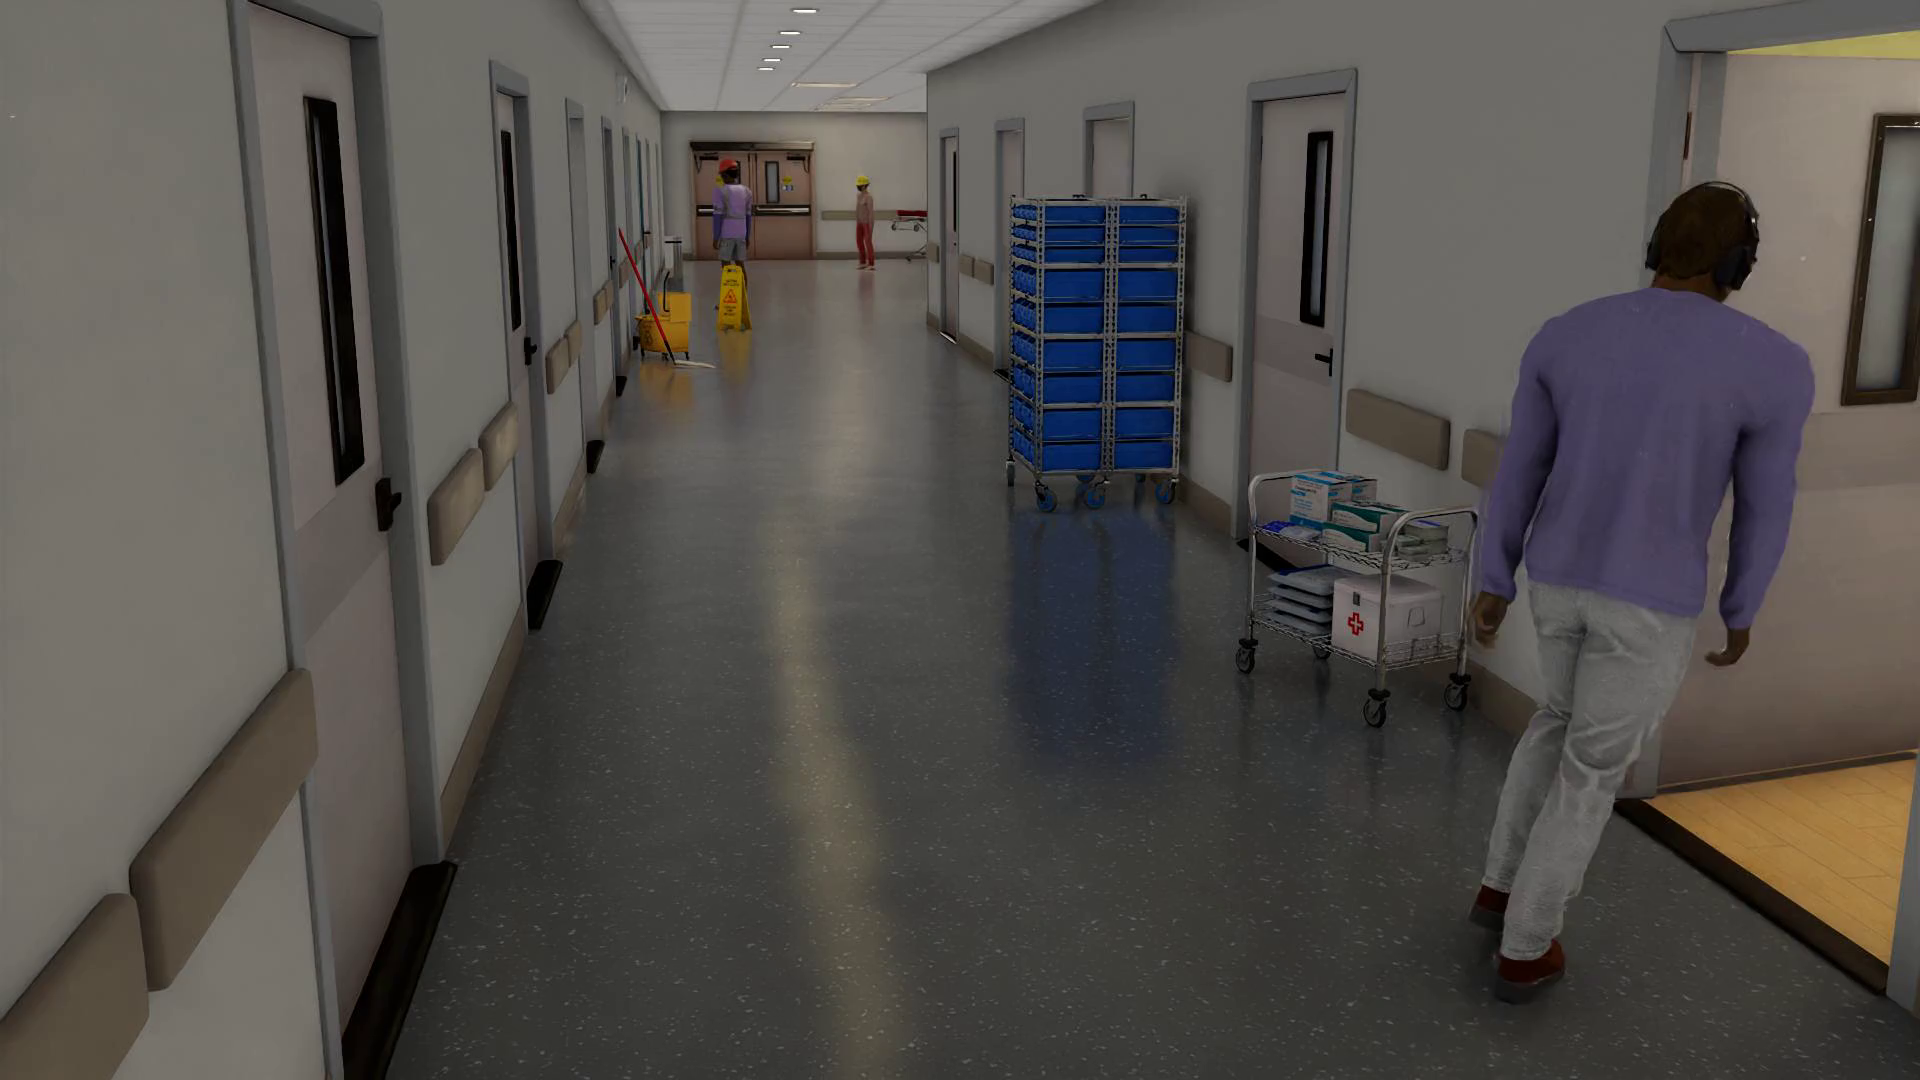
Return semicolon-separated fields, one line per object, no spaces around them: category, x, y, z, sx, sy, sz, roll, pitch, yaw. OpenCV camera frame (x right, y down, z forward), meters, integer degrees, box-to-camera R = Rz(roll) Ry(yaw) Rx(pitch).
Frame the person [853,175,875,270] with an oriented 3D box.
person;-1.802;-5.921;31.092;0.360;1.753;0.535;-9;15;-34

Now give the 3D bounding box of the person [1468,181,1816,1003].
person;1.529;0.142;3.826;0.598;1.896;0.636;-11;17;-41

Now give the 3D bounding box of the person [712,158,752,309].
person;-3.109;-4.147;22.606;0.610;2.030;0.409;-12;17;-43
